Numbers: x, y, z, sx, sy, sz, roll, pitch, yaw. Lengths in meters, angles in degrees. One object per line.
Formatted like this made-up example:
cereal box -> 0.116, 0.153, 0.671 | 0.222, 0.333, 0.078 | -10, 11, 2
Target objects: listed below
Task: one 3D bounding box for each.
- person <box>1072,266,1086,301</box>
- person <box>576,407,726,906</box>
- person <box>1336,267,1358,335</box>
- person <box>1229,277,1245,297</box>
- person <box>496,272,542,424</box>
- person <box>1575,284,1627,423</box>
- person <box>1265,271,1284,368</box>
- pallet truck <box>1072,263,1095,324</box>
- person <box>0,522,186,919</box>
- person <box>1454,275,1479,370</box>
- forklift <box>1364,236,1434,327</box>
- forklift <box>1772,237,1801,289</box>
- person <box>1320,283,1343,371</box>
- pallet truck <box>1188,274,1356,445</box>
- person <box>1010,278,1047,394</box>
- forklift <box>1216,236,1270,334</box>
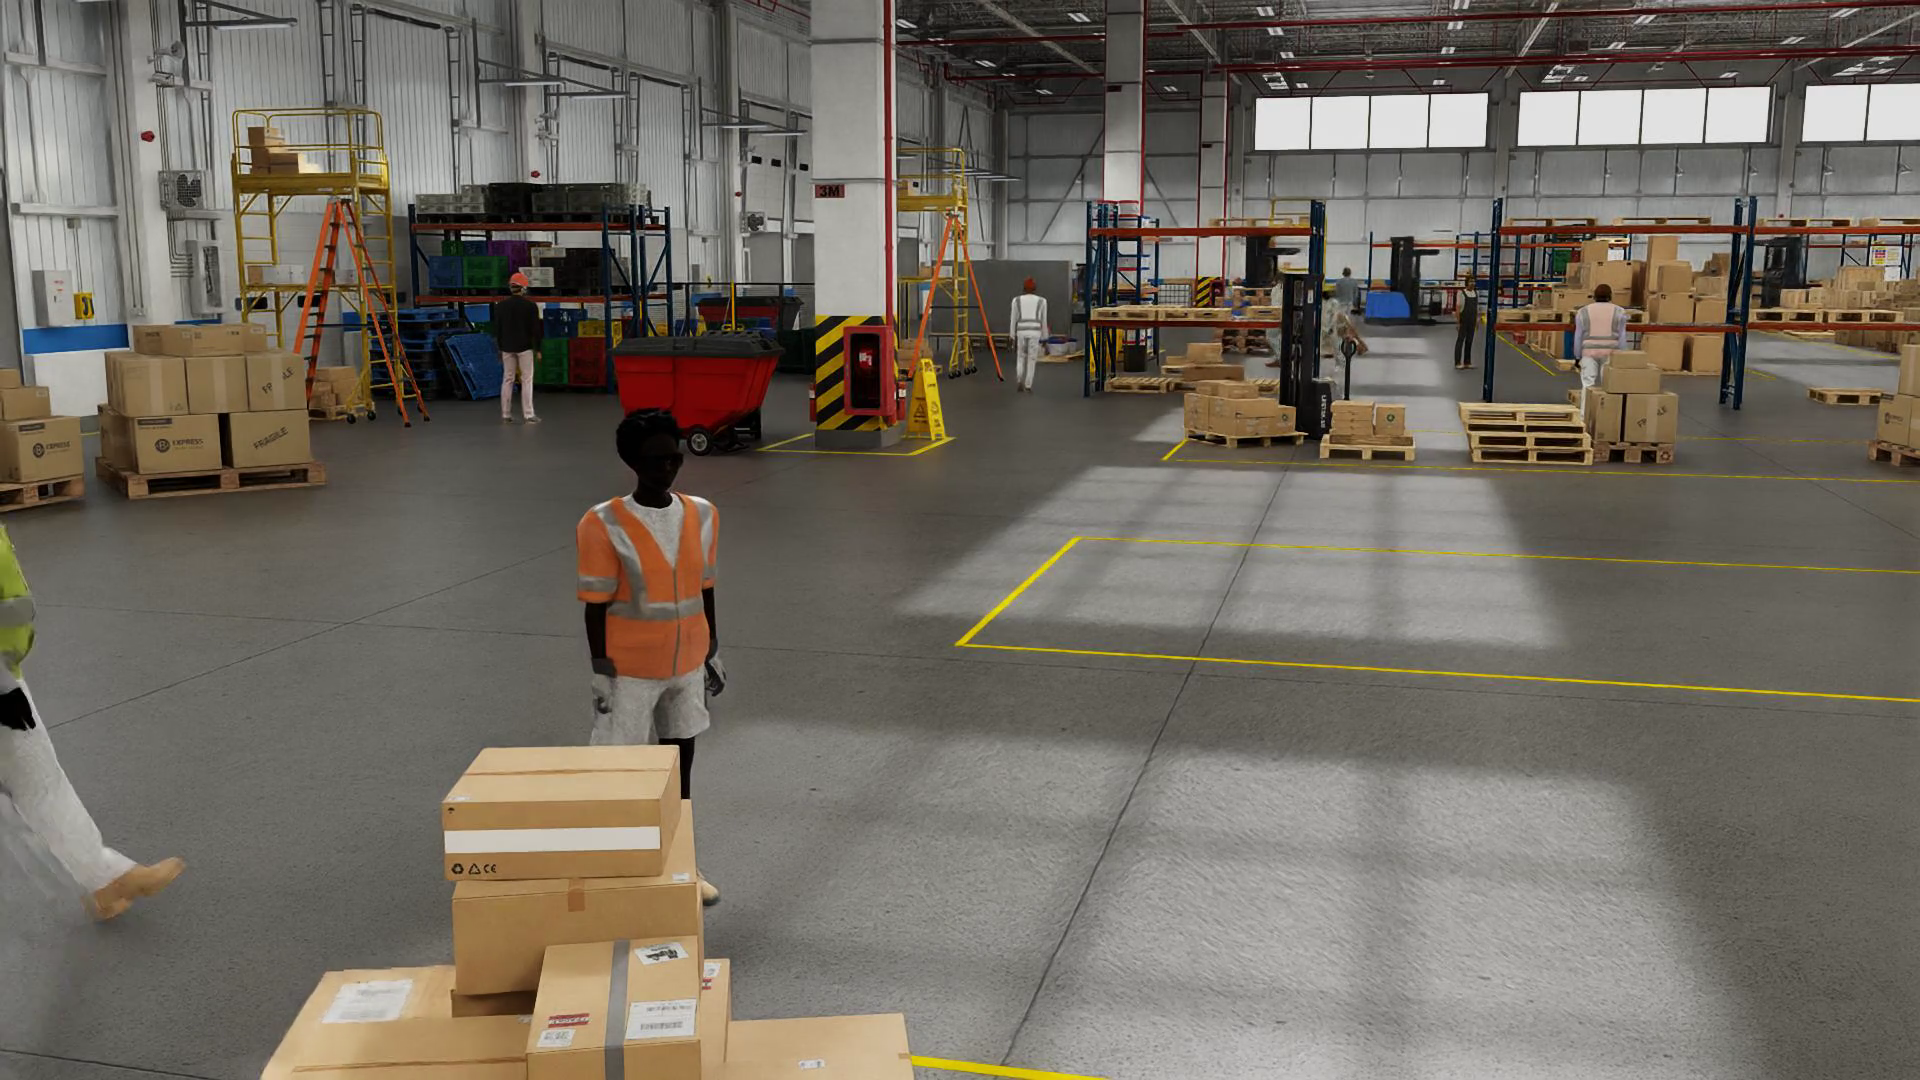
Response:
person -> 4.161, -8.379, 56.643 | 0.904, 1.904, 0.551 | -7, 12, -36
person -> -1.005, 0.409, 5.473 | 0.534, 1.697, 0.322 | -9, 13, -41
person -> 10.642, -6.552, 45.793 | 0.634, 1.922, 0.531 | -1, 10, -6
person -> 7.900, -6.673, 47.359 | 0.528, 1.631, 0.435 | 3, 10, 16
person -> -5.786, -2.514, 21.854 | 0.628, 1.988, 0.410 | 2, 10, 12
person -> 8.204, -2.357, 21.341 | 0.626, 1.844, 0.429 | 4, 10, 20
person -> 6.304, -4.355, 32.945 | 0.399, 1.907, 0.668 | 6, 11, 31
pallet truck -> 4.325, -8.180, 55.162 | 0.823, 1.965, 1.885 | 6, 11, 31
person -> -2.994, 0.414, 5.153 | 0.953, 1.794, 0.631 | -3, 10, -19
person -> 9.886, -4.240, 32.411 | 0.509, 1.844, 0.329 | -4, 10, -22
forklift -> 13.753, -8.085, 52.009 | 1.873, 2.768, 1.129 | -2, 10, -14
forklift -> 26.166, -8.222, 52.814 | 1.873, 2.768, 1.129 | -1, 10, -7
person -> 7.023, -4.040, 31.692 | 0.895, 1.708, 0.501 | -9, 13, -42
pallet truck -> 3.653, -2.138, 19.590 | 1.885, 1.965, 0.823 | -4, 10, -20
person -> 1.118, -3.299, 26.896 | 0.582, 1.836, 0.967 | 1, 10, 6
forklift -> 7.862, -6.770, 44.262 | 1.873, 2.768, 1.129 | 6, 12, 33
